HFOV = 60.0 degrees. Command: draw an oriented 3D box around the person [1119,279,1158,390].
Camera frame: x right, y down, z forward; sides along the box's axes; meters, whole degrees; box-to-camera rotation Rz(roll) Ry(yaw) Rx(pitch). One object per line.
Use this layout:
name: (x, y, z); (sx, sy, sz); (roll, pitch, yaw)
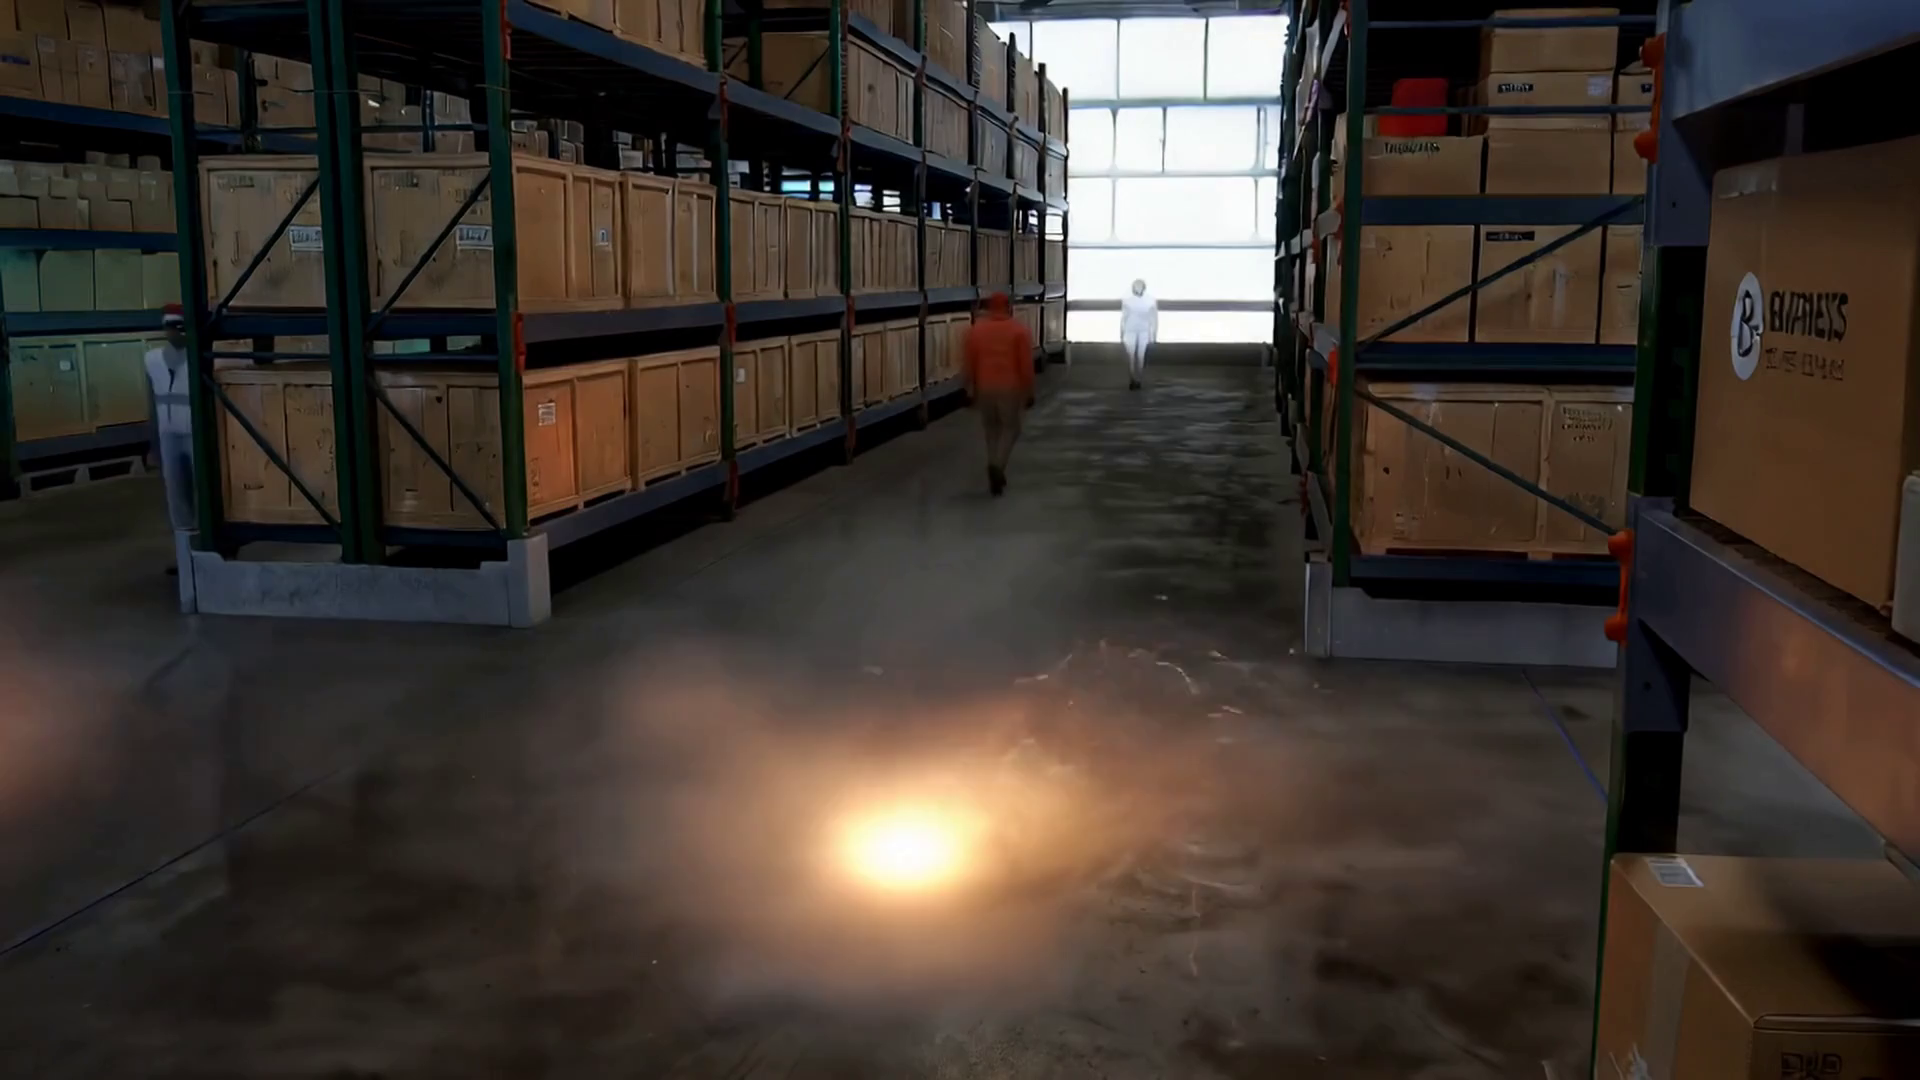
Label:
person: (3.052, -3.497, 28.408); (0.661, 1.897, 0.957); (1, 9, 5)

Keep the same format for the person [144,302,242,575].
person: (-5.210, -0.703, 11.317); (0.571, 1.830, 0.625); (1, 9, 8)

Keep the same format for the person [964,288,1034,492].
person: (0.342, -1.383, 15.362); (0.640, 1.882, 0.832); (4, 10, 21)
